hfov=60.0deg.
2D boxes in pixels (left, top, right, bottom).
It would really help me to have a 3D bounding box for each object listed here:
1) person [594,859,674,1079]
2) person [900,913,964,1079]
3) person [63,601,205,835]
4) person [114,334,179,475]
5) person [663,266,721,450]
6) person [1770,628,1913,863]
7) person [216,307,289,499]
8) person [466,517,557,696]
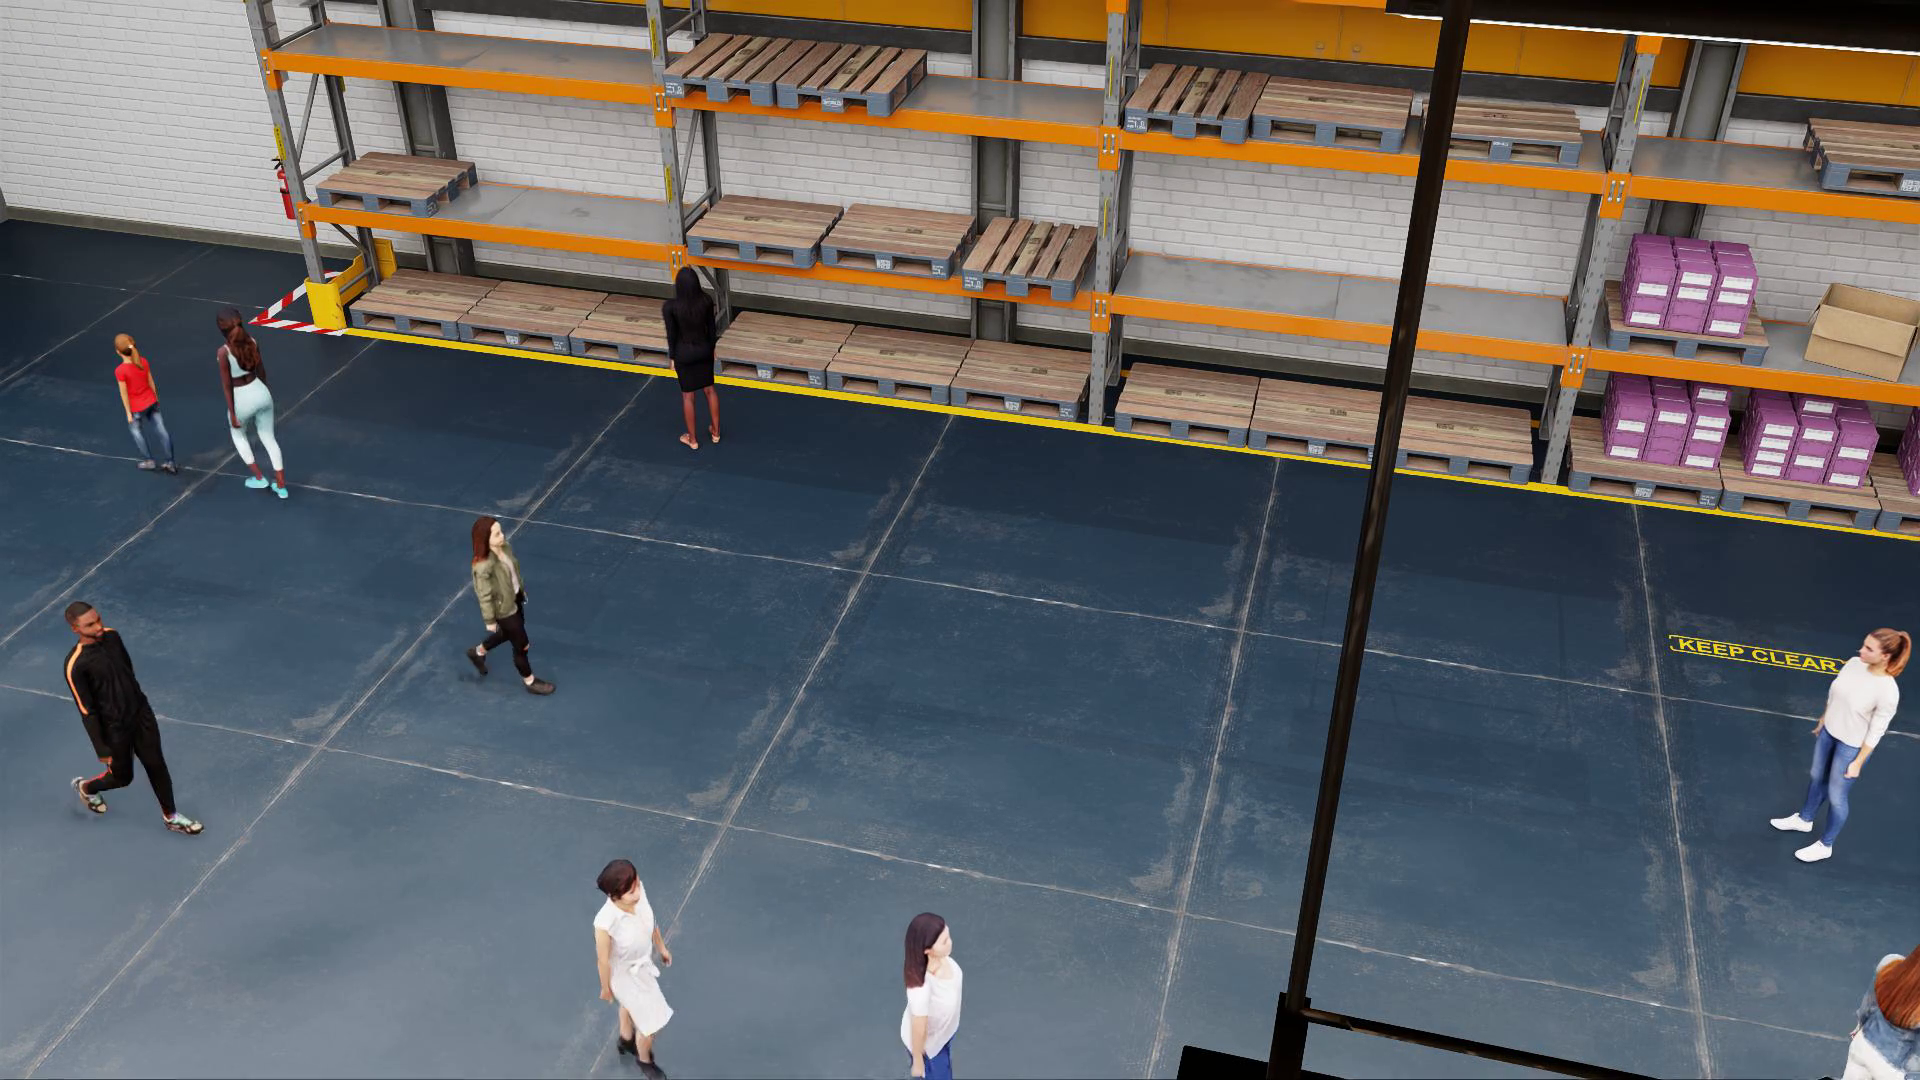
[{"bbox_3d":[-1.830,2.265,8.875,0.631,1.540,0.533,9,35,13],"label":"person"},{"bbox_3d":[-0.244,2.500,8.399,0.835,1.674,0.673,3,34,5],"label":"person"},{"bbox_3d":[-5.309,1.122,10.373,1.049,1.784,0.627,9,35,13],"label":"person"},{"bbox_3d":[-6.934,-1.130,14.202,0.670,1.296,0.588,20,38,27],"label":"person"},{"bbox_3d":[-2.328,-1.610,14.544,0.678,1.716,0.740,-17,37,-24],"label":"person"},{"bbox_3d":[5.463,1.243,10.250,0.643,1.719,0.674,-3,34,-4],"label":"person"},{"bbox_3d":[-5.825,-1.095,13.779,0.770,1.705,0.707,22,39,29],"label":"person"},{"bbox_3d":[-3.253,0.452,11.674,0.932,1.460,0.656,5,34,7],"label":"person"}]
